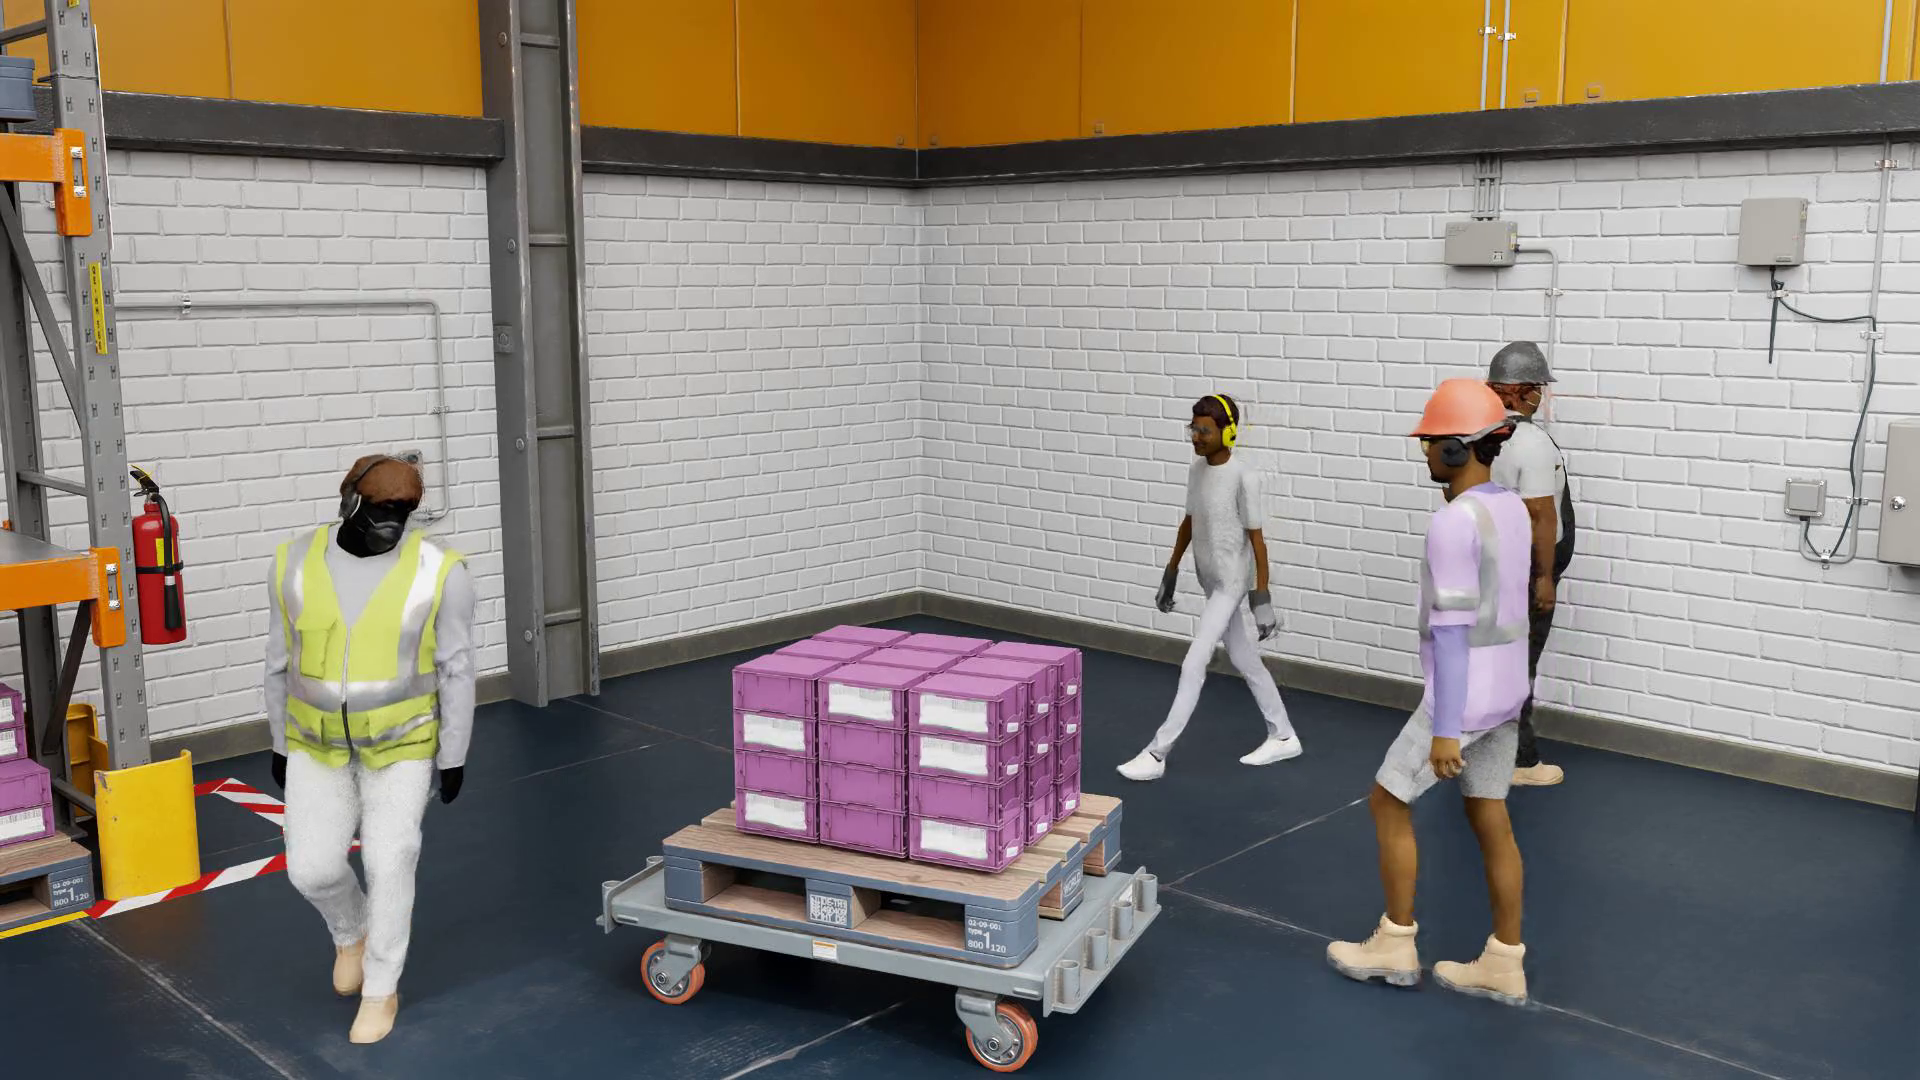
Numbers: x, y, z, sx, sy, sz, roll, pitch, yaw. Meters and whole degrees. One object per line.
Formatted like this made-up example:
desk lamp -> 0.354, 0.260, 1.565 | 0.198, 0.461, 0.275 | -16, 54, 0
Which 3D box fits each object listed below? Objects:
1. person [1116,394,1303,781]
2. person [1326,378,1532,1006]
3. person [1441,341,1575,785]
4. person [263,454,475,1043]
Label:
person -> 1.192, 0.217, 7.728 | 0.999, 1.806, 0.639 | -3, 10, -20
person -> 1.541, 0.487, 5.398 | 0.794, 2.013, 0.635 | 8, 12, 40
person -> 2.574, 0.096, 7.722 | 0.536, 2.000, 0.676 | -3, 10, -20
person -> -1.804, 0.637, 5.103 | 0.639, 1.813, 0.452 | -1, 9, -4
